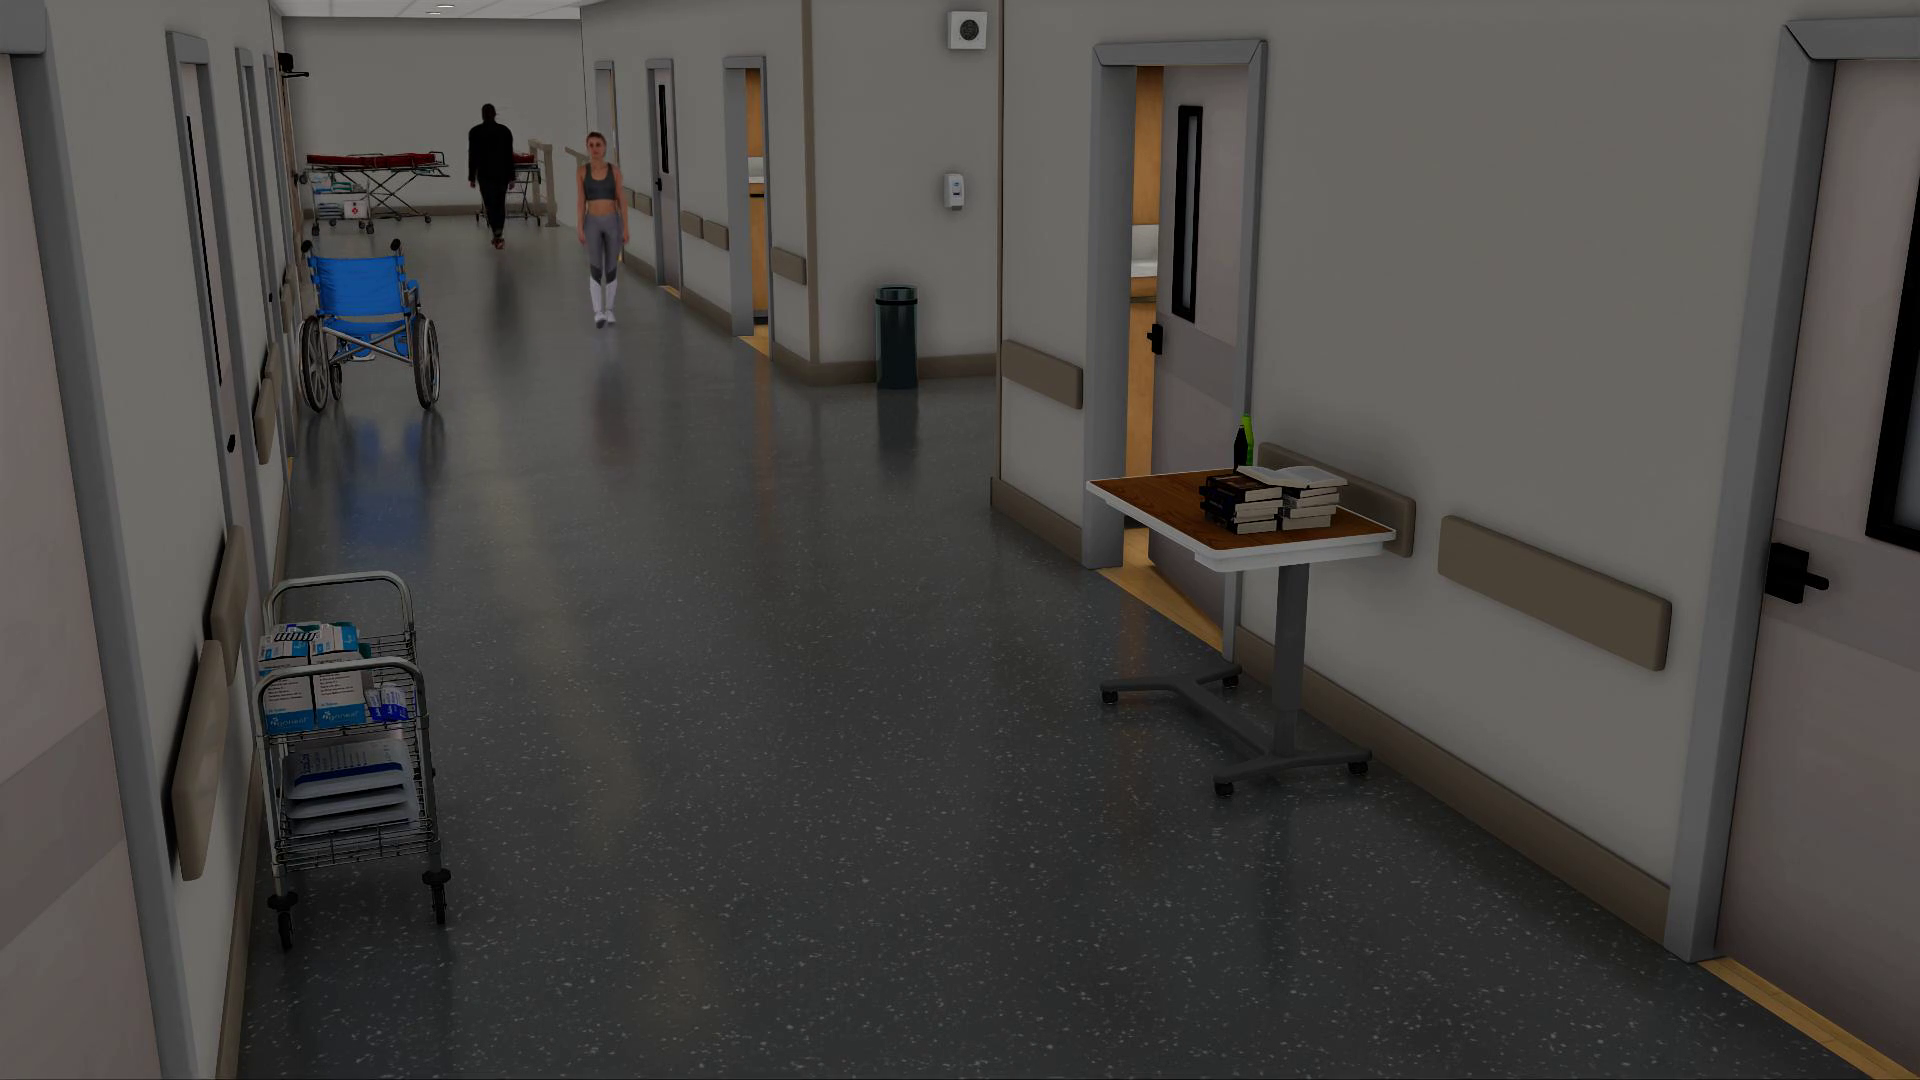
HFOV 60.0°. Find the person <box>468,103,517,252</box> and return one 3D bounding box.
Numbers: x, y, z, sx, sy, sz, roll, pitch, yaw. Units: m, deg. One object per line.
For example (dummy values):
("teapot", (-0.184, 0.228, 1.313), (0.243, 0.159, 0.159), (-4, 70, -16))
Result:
("person", (-5.797, -4.474, 20.674), (0.803, 1.782, 1.205), (-8, 18, -26))

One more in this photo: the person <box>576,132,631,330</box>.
("person", (-3.126, -2.701, 14.602), (0.611, 1.664, 1.036), (-5, 16, -16))
